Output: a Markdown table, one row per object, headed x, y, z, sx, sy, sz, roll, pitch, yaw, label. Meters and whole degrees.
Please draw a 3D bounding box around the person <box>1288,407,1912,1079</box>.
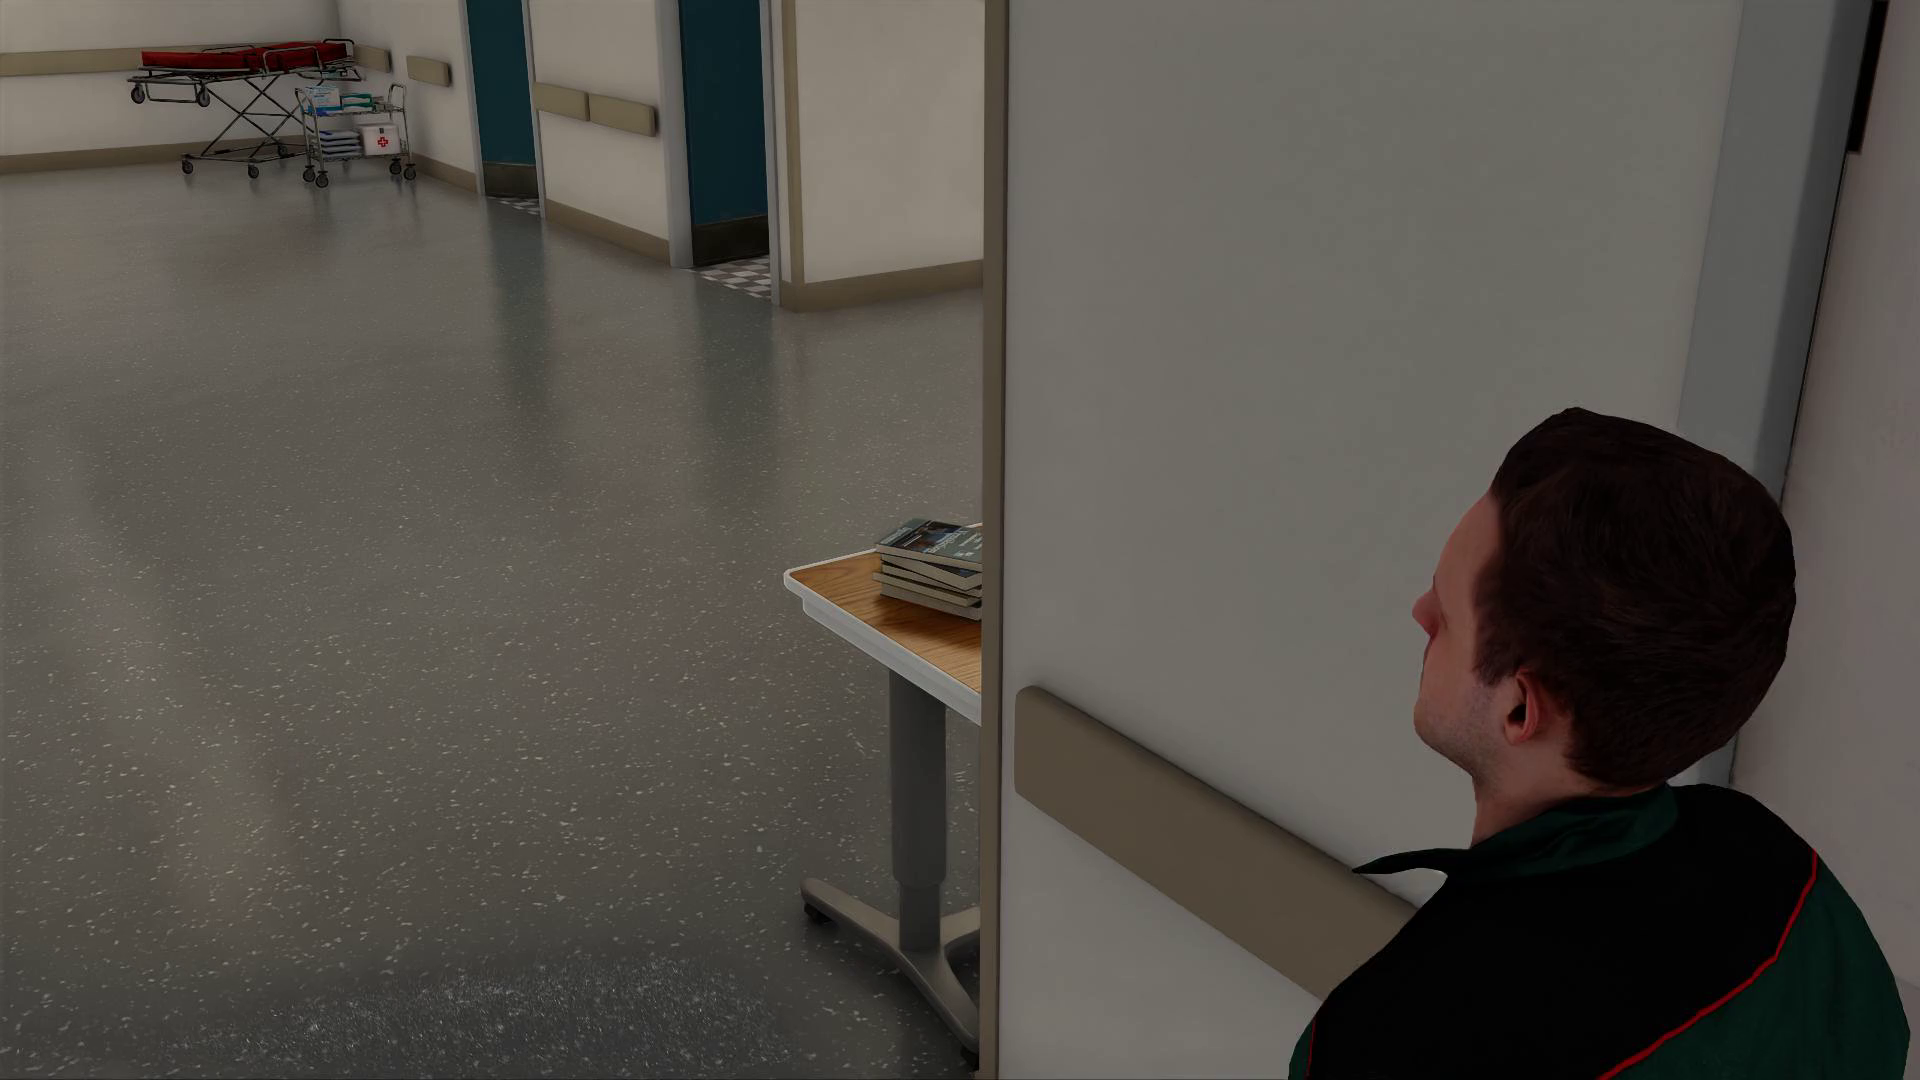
| x | y | z | sx | sy | sz | roll | pitch | yaw | label |
| --- | --- | --- | --- | --- | --- | --- | --- | --- | --- |
| 0.483 | 0.809 | 1.315 | 0.660 | 1.805 | 1.136 | -13 | 24 | -30 | person |
